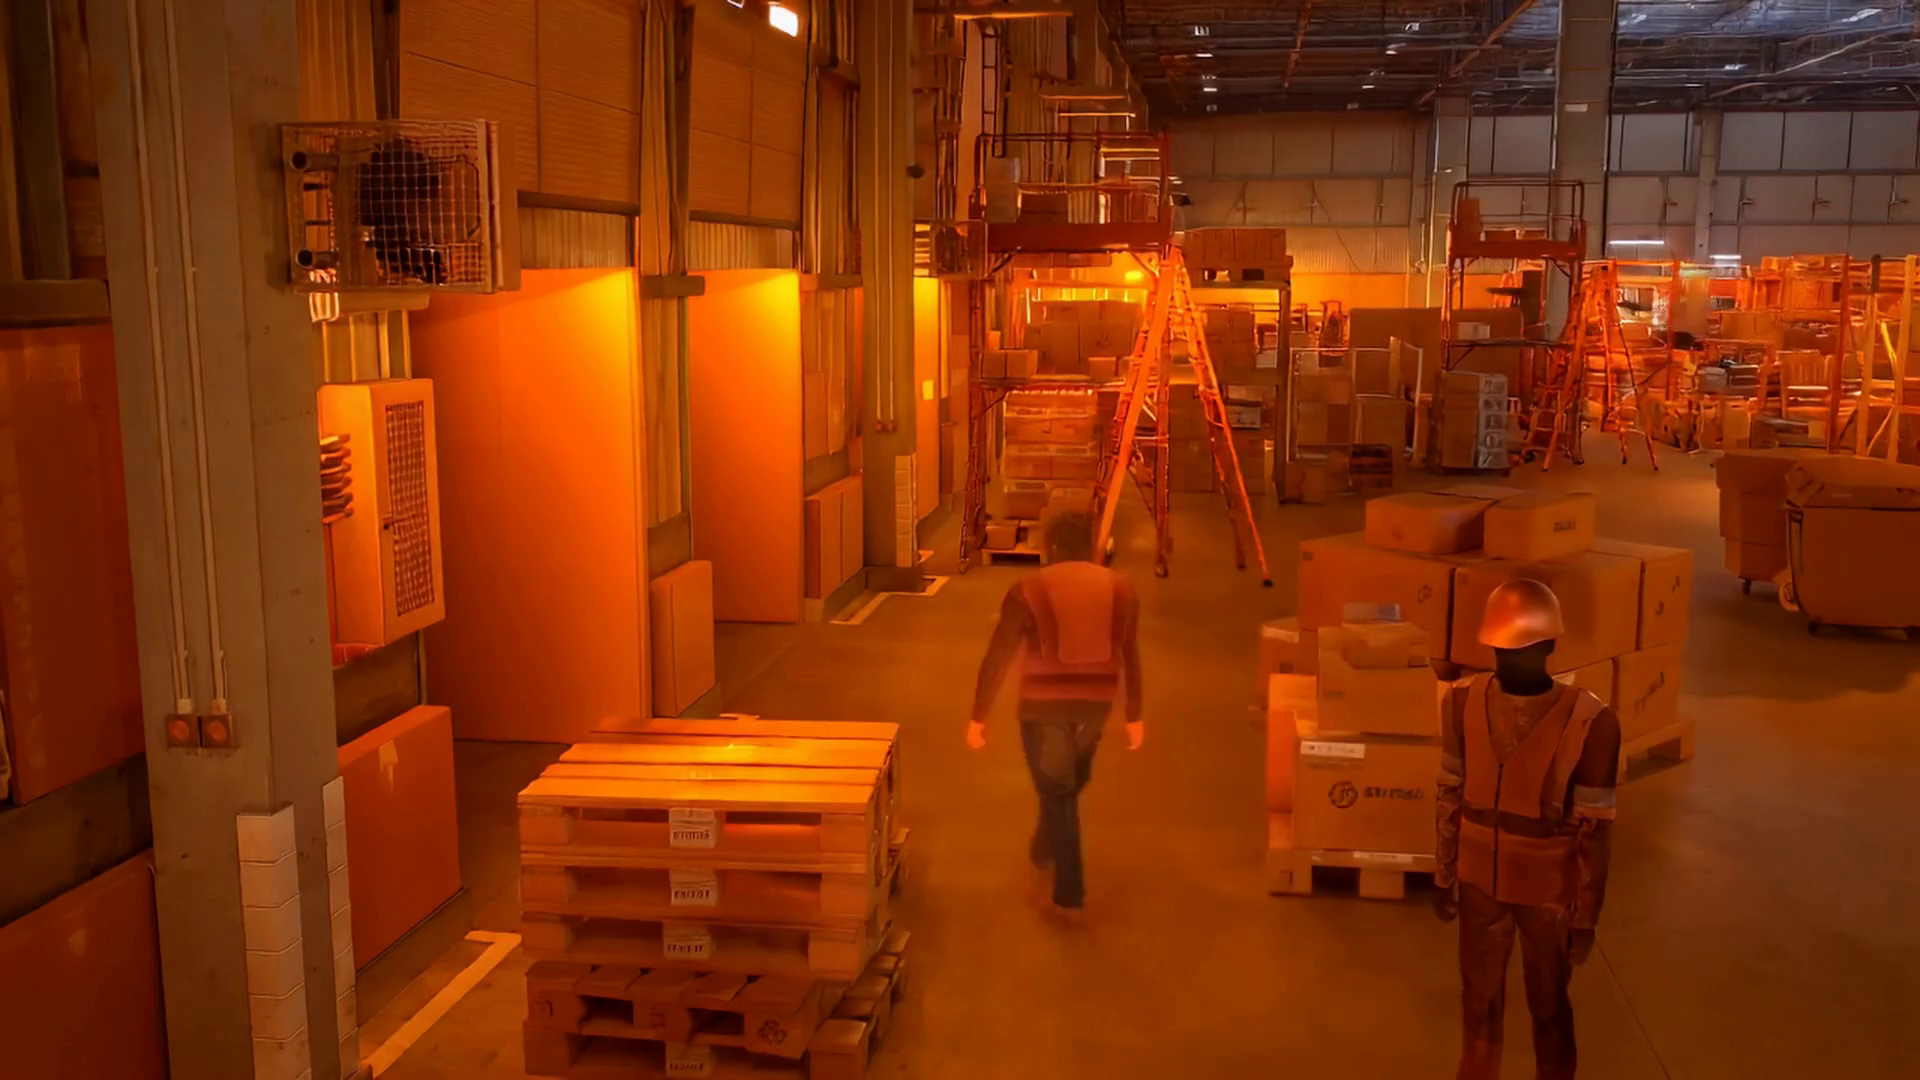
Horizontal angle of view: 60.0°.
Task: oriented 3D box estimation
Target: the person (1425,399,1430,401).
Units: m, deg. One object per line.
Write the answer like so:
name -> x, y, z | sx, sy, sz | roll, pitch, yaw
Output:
person -> 10.485, -3.987, 36.410 | 0.984, 1.896, 0.560 | -3, 10, -20

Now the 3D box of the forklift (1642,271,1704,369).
forklift -> 20.583, -6.250, 47.310 | 1.873, 2.768, 1.129 | -3, 10, -19

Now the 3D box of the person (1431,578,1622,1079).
person -> 1.729, 1.060, 5.184 | 0.396, 1.921, 0.585 | -8, 12, -42

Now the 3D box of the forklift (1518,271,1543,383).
forklift -> 14.225, -5.301, 41.462 | 1.873, 2.768, 1.129 | 1, 9, 9

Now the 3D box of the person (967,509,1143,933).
person -> 0.393, 0.760, 7.391 | 0.752, 1.789, 0.902 | -4, 10, -22

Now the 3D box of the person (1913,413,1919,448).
person -> 15.565, -2.339, 26.708 | 0.319, 1.739, 0.484 | 5, 11, 29

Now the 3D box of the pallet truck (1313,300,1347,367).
pallet truck -> 11.159, -6.200, 49.718 | 0.823, 1.965, 1.885 | 4, 10, 26
